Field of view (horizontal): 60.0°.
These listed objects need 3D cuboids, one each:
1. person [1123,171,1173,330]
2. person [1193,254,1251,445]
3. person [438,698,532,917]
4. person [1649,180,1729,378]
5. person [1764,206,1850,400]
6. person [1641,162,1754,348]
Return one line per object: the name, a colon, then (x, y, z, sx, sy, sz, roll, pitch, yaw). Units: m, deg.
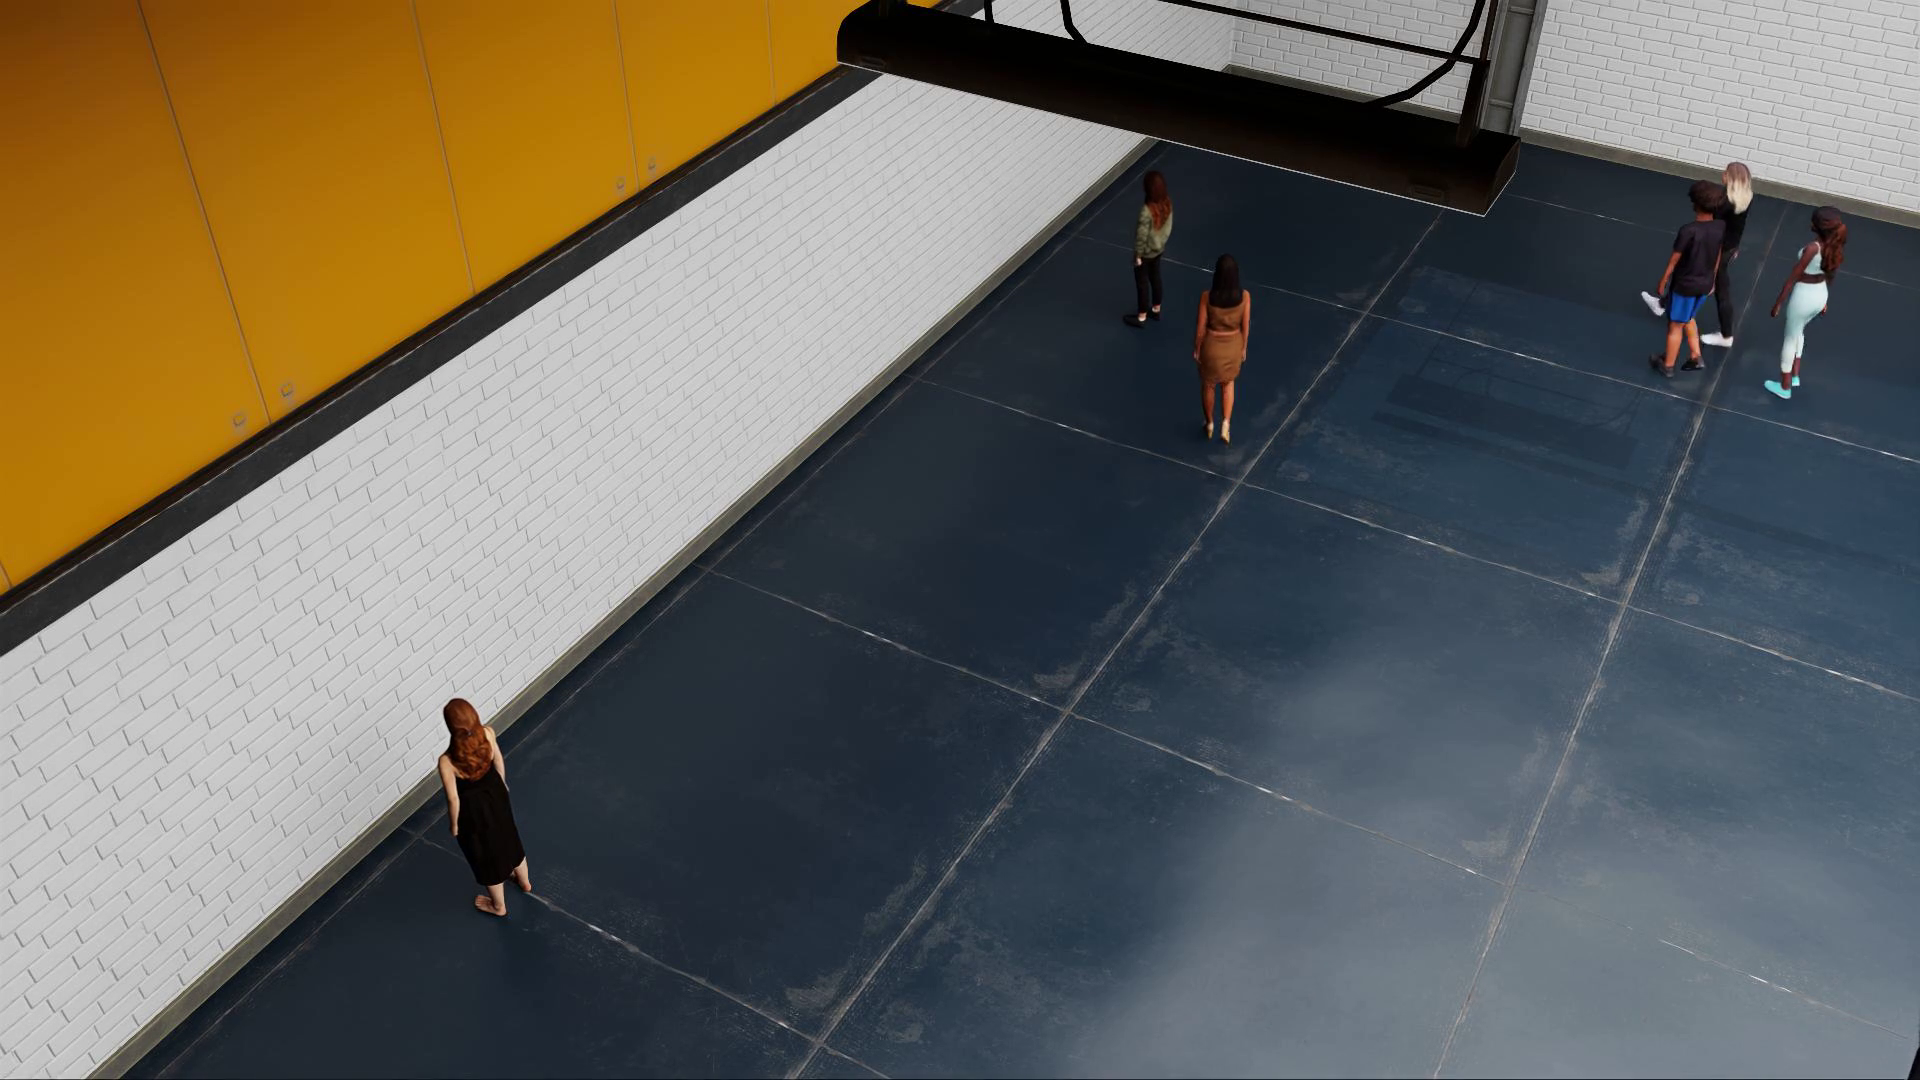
person: (1.685, -2.574, 14.688, 0.574, 1.476, 0.626, 28, 46, 30)
person: (2.064, -1.448, 13.114, 0.835, 1.681, 0.848, -1, 39, -1)
person: (-2.721, 1.513, 9.452, 0.580, 1.625, 0.586, 23, 44, 26)
person: (6.141, -2.101, 13.852, 0.848, 1.780, 0.924, -10, 40, -13)
person: (7.001, -1.902, 13.665, 0.731, 1.703, 0.778, -13, 40, -16)
person: (6.631, -2.414, 14.354, 1.204, 1.642, 0.841, 28, 47, 31)
